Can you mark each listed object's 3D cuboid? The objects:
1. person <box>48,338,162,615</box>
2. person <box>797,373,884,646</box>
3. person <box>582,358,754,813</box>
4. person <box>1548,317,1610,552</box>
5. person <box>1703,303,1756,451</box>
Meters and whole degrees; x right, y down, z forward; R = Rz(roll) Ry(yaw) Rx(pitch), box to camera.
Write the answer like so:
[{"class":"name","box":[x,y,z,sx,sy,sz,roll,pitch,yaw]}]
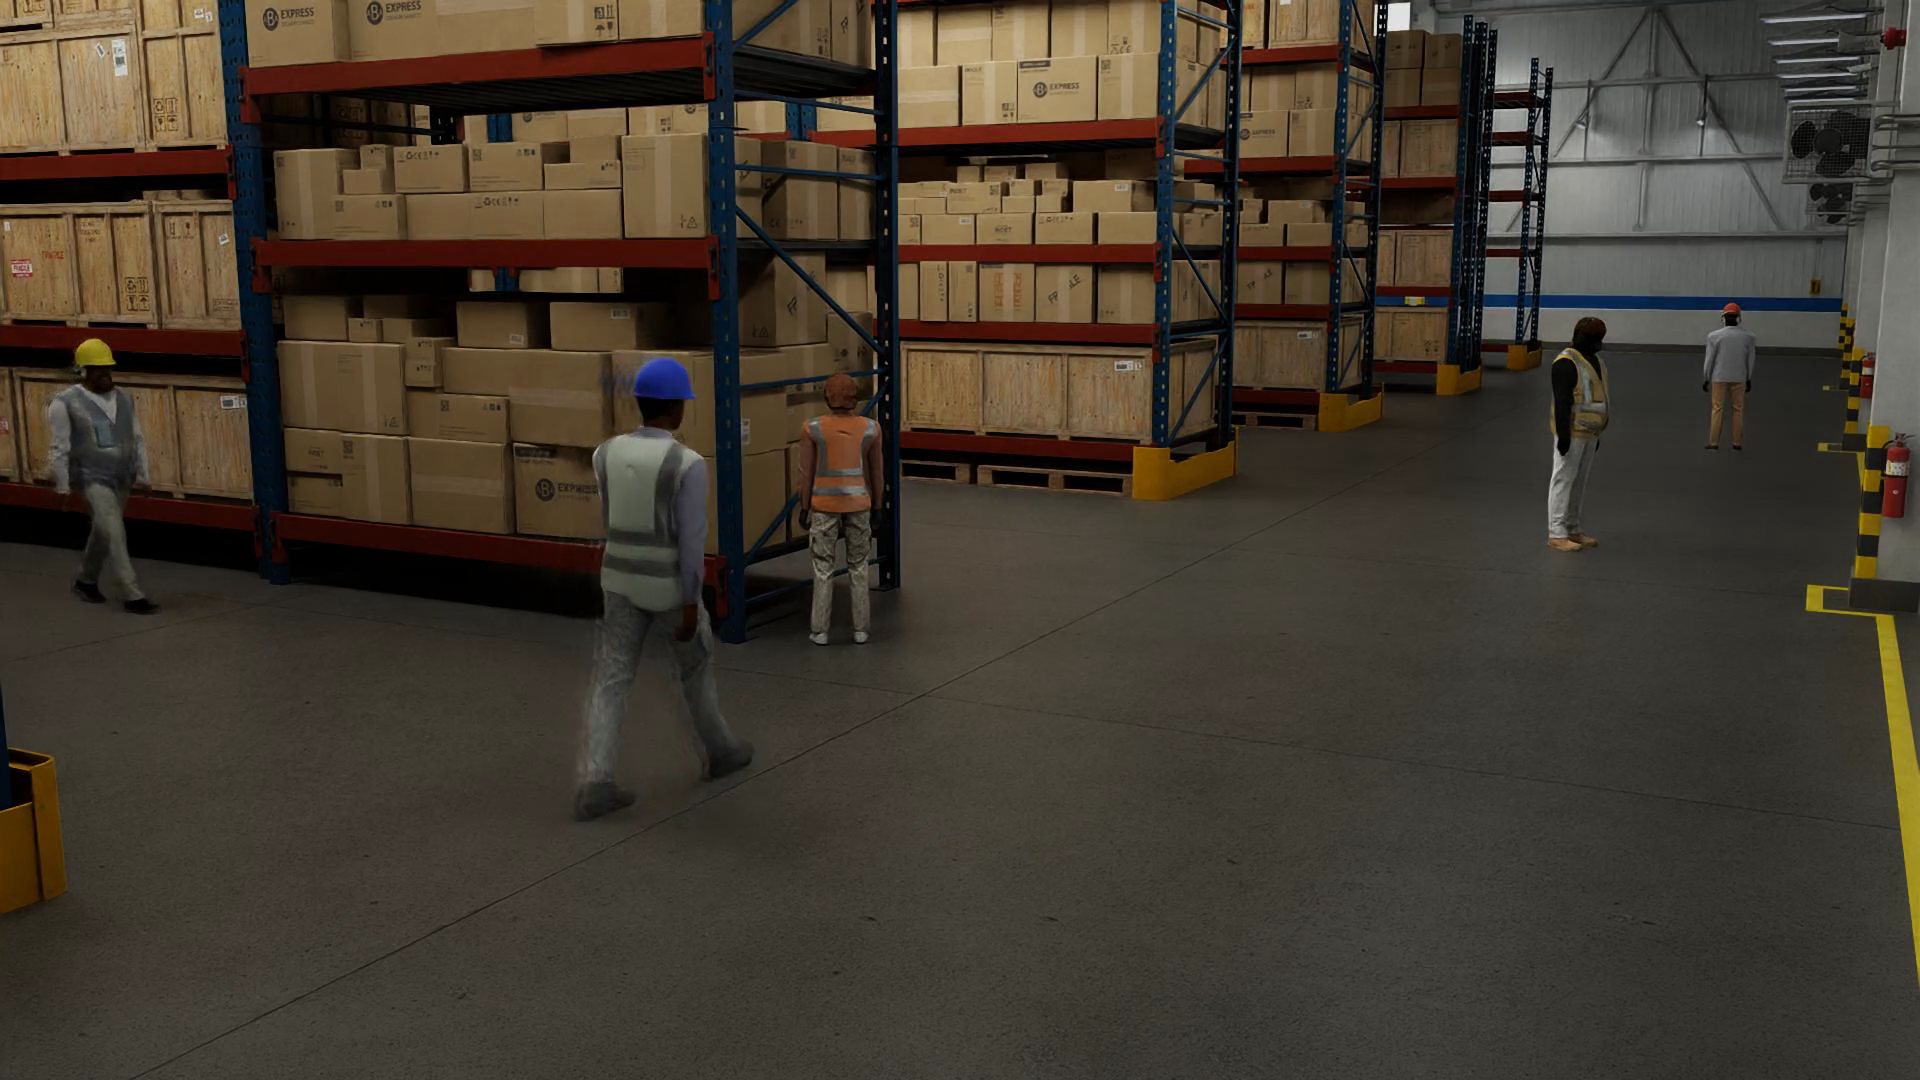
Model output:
[{"class":"person","box":[-5.603,-0.424,10.863,0.909,1.792,0.603,4,11,24]},{"class":"person","box":[-0.704,-0.176,9.885,0.524,1.631,0.318,-3,10,-16]},{"class":"person","box":[-1.293,0.178,7.081,0.616,1.901,0.992,5,11,26]},{"class":"person","box":[4.878,-0.833,13.101,0.430,1.836,0.624,10,14,44]},{"class":"person","box":[9.061,-1.916,19.624,0.561,1.742,0.337,2,10,12]}]
